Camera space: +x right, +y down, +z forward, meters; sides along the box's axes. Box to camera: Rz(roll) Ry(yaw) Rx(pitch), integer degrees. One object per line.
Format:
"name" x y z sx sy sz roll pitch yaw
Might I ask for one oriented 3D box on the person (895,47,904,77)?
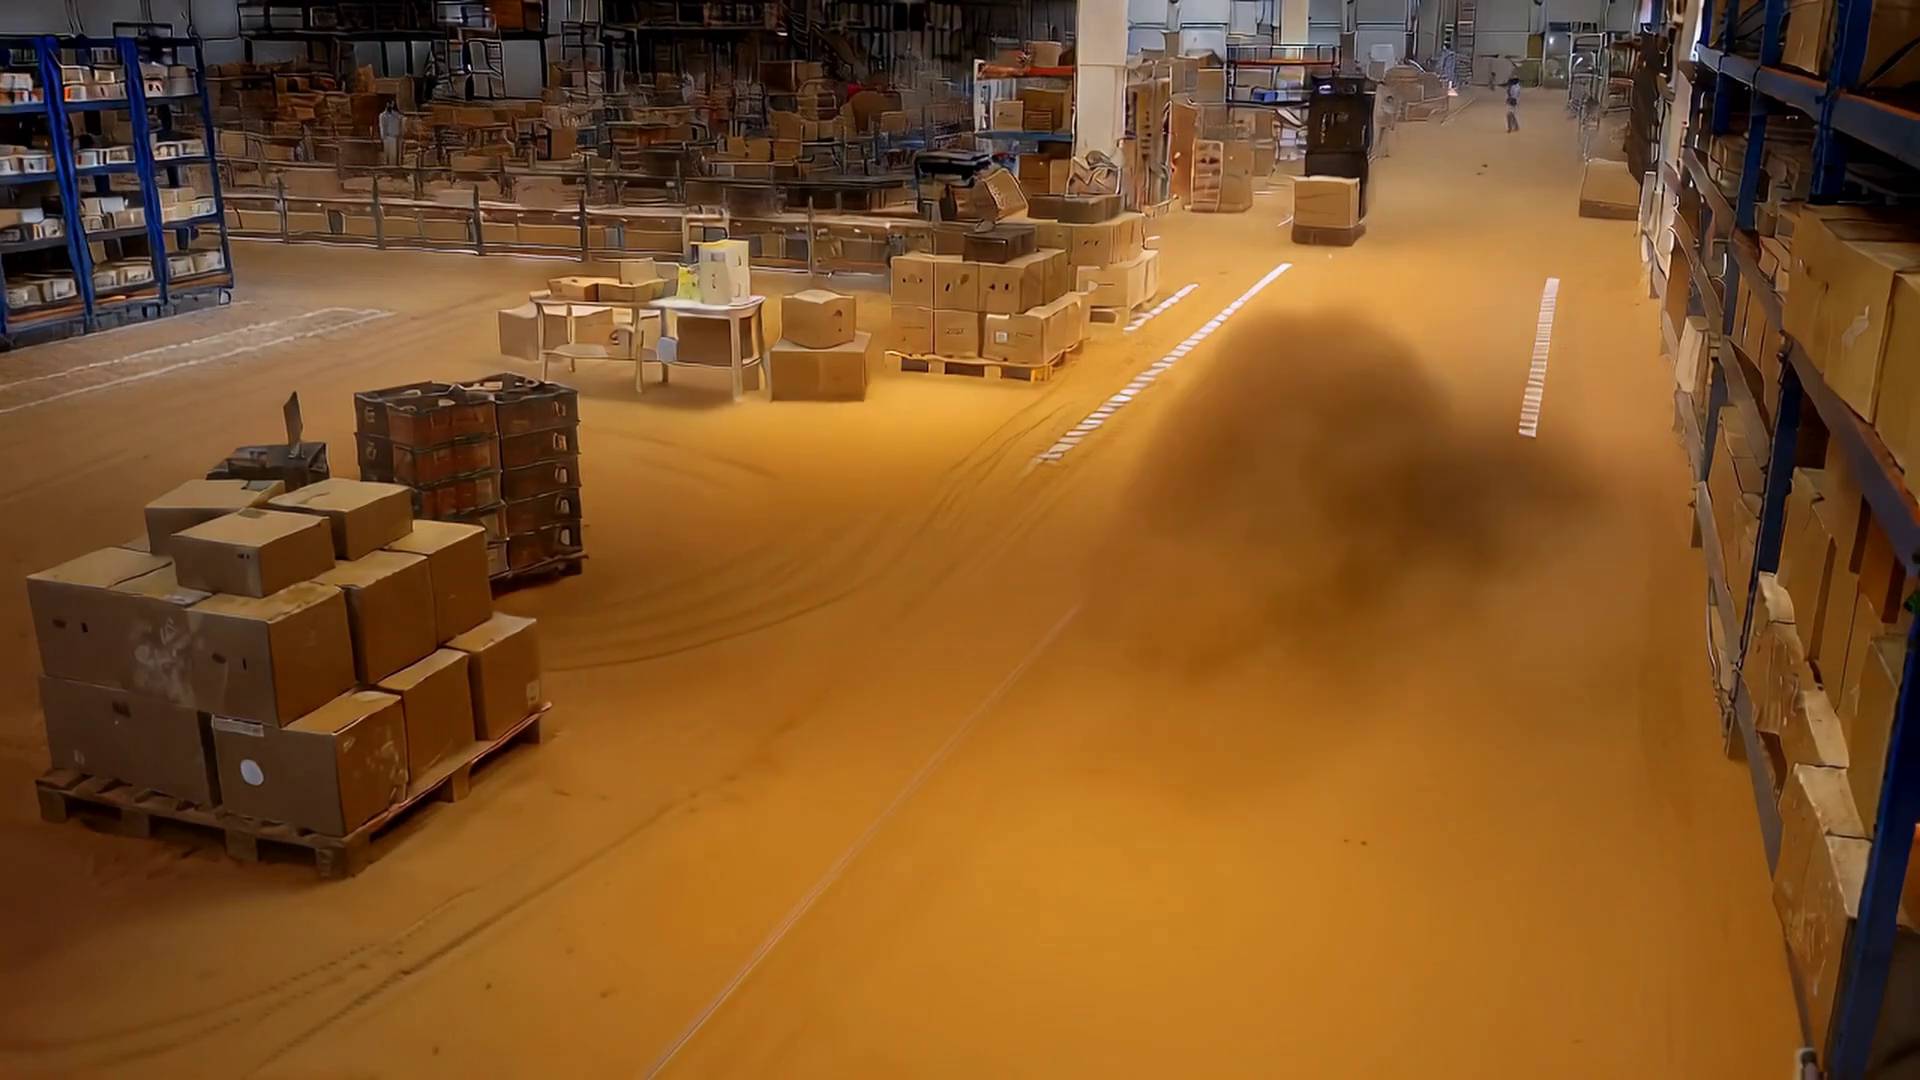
"person" -3.744 -29.305 102.038 0.971 1.783 0.645 2 18 6

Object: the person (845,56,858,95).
"person" -5.005 -21.882 78.558 0.989 1.867 0.602 -8 19 -25

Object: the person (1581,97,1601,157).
"person" 17.510 -11.458 46.202 0.517 1.625 0.439 6 19 18

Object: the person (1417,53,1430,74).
"person" 22.216 -22.312 79.623 0.805 2.000 0.686 -4 18 -12

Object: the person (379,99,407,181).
"person" -13.558 -9.596 39.908 0.397 1.900 0.646 15 23 39

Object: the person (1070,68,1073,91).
"person" 5.364 -21.524 77.439 0.691 1.865 0.588 -5 18 -14

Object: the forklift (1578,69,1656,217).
"forklift" 13.219 -7.740 32.475 1.873 2.768 1.129 6 19 18

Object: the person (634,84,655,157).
"person" -8.667 -11.469 45.620 0.615 2.006 0.866 5 18 17

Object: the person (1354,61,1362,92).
"person" 16.638 -19.127 69.808 0.400 1.928 0.542 9 20 27

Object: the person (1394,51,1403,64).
"person" 23.747 -25.560 90.119 0.507 1.865 0.329 7 19 21

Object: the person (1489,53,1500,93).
"person" 26.601 -23.219 82.657 0.367 1.927 0.587 -7 19 -20

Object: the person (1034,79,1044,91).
"person" 2.872 -15.665 58.989 0.931 1.903 0.551 8 19 23

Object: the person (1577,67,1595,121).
"person" 23.017 -16.407 61.217 0.606 1.958 0.382 4 18 12

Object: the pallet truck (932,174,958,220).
"pallet truck" -0.507 -5.292 27.348 0.653 1.274 1.630 6 19 19

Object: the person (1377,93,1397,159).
"person" 11.697 -11.334 45.576 0.533 1.768 0.311 0 18 -1

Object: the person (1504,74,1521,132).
"person" 18.453 -14.594 55.574 0.514 1.915 0.576 -13 22 -35

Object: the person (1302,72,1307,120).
"person" 12.342 -16.126 60.563 0.987 1.832 0.511 7 19 21

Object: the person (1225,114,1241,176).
"person" 6.337 -9.169 39.036 0.601 1.587 0.520 -1 18 -4

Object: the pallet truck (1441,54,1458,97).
"pallet truck" 22.765 -21.886 78.355 0.823 1.965 1.885 -4 18 -14

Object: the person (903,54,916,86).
"person" -2.405 -21.955 78.650 0.651 1.942 0.997 3 18 10

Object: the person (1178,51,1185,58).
"person" 12.004 -25.479 89.904 0.624 1.841 0.430 -11 21 -32

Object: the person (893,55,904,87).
"person" -2.944 -22.440 80.270 0.568 1.884 1.006 0 18 2

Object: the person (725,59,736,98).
"person" -10.479 -21.074 76.085 0.771 1.815 0.521 -9 20 -25

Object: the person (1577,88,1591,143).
"person" 19.312 -13.123 51.402 0.307 1.641 0.512 -1 18 -3

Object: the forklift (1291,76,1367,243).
"forklift" 6.598 -6.755 29.381 1.129 2.768 1.873 6 19 19

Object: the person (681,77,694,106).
"person" -9.159 -14.669 56.021 0.710 1.786 0.585 13 22 35

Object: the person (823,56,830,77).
"person" -6.466 -22.439 80.368 0.968 1.841 0.576 -7 19 -20
